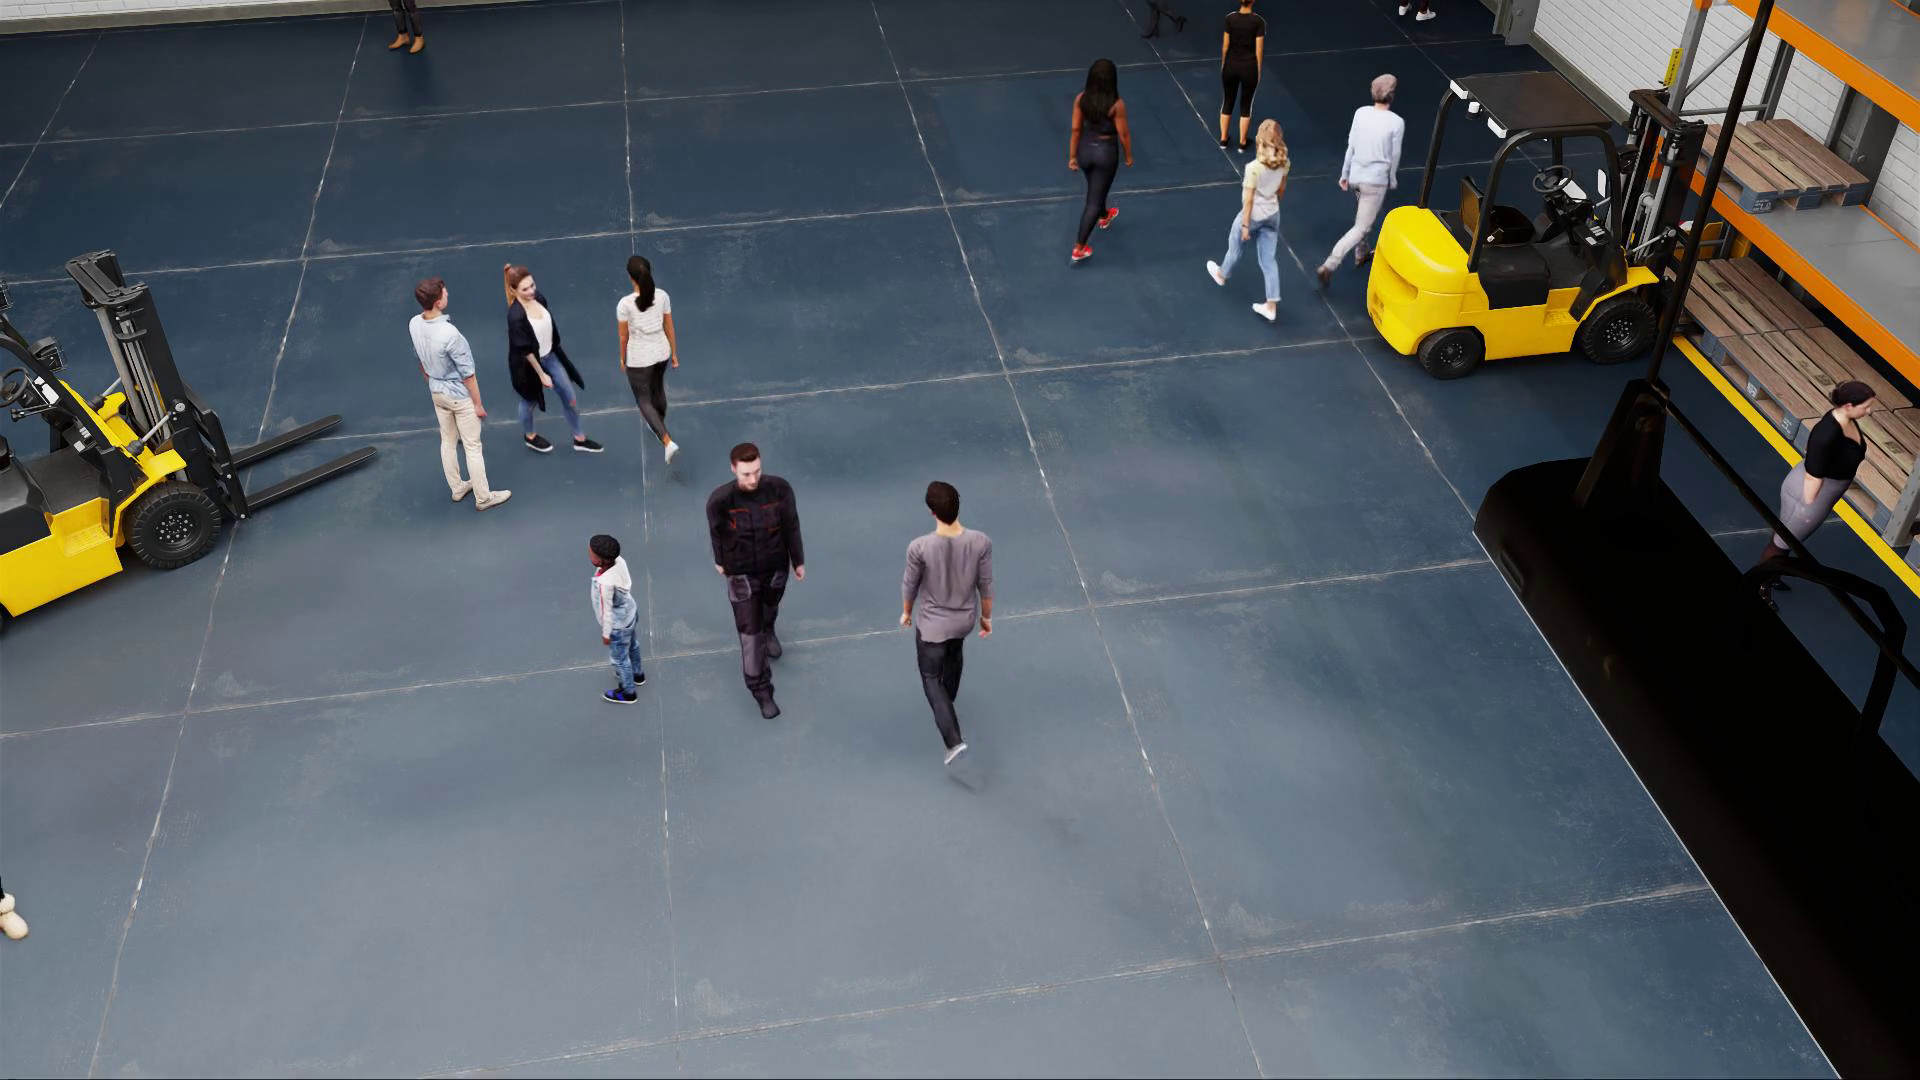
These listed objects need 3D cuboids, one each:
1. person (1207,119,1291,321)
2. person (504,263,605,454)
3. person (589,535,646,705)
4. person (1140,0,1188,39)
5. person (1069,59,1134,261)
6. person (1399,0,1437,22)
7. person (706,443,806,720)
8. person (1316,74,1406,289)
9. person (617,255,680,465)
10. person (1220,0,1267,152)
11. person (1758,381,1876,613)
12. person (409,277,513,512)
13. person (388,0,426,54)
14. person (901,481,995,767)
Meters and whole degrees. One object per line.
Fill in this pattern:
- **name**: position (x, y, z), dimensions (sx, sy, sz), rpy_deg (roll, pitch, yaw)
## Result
- **person**: position (2.591, -2.644, 14.014), dimensions (0.923, 1.654, 1.243), rpy_deg (-22, 43, -25)
- **person**: position (-3.238, -1.312, 12.349), dimensions (0.953, 1.649, 0.947), rpy_deg (15, 41, 18)
- **person**: position (-2.147, 0.479, 10.420), dimensions (0.590, 1.258, 0.500), rpy_deg (6, 39, 7)
- **person**: position (2.339, -6.419, 18.802), dimensions (0.757, 1.577, 0.756), rpy_deg (3, 39, 3)
- **person**: position (1.197, -3.342, 14.803), dimensions (1.203, 1.759, 1.294), rpy_deg (21, 43, 24)
- **person**: position (5.416, -6.975, 19.333), dimensions (0.781, 1.784, 0.690), rpy_deg (-31, 48, -33)
- **person**: position (-1.287, 0.122, 10.391), dimensions (0.893, 1.853, 1.275), rpy_deg (-14, 41, -17)
- **person**: position (3.467, -3.039, 14.354), dimensions (1.053, 1.846, 1.257), rpy_deg (-25, 45, -28)
- **person**: position (-2.283, -1.319, 12.376), dimensions (0.846, 1.626, 1.055), rpy_deg (-25, 45, -28)
- **person**: position (2.804, -4.700, 16.577), dimensions (0.669, 1.668, 0.709), rpy_deg (18, 42, 21)
- **person**: position (5.618, -0.312, 11.012), dimensions (0.825, 1.757, 0.775), rpy_deg (26, 45, 29)
- **person**: position (-3.619, -1.043, 11.854), dimensions (0.724, 1.847, 0.770), rpy_deg (21, 43, 24)
- **person**: position (-6.316, -6.353, 18.603), dimensions (0.724, 1.722, 0.736), rpy_deg (15, 41, 18)
- **person**: position (-0.051, 0.516, 9.926), dimensions (0.756, 1.818, 1.107), rpy_deg (-10, 40, -13)
